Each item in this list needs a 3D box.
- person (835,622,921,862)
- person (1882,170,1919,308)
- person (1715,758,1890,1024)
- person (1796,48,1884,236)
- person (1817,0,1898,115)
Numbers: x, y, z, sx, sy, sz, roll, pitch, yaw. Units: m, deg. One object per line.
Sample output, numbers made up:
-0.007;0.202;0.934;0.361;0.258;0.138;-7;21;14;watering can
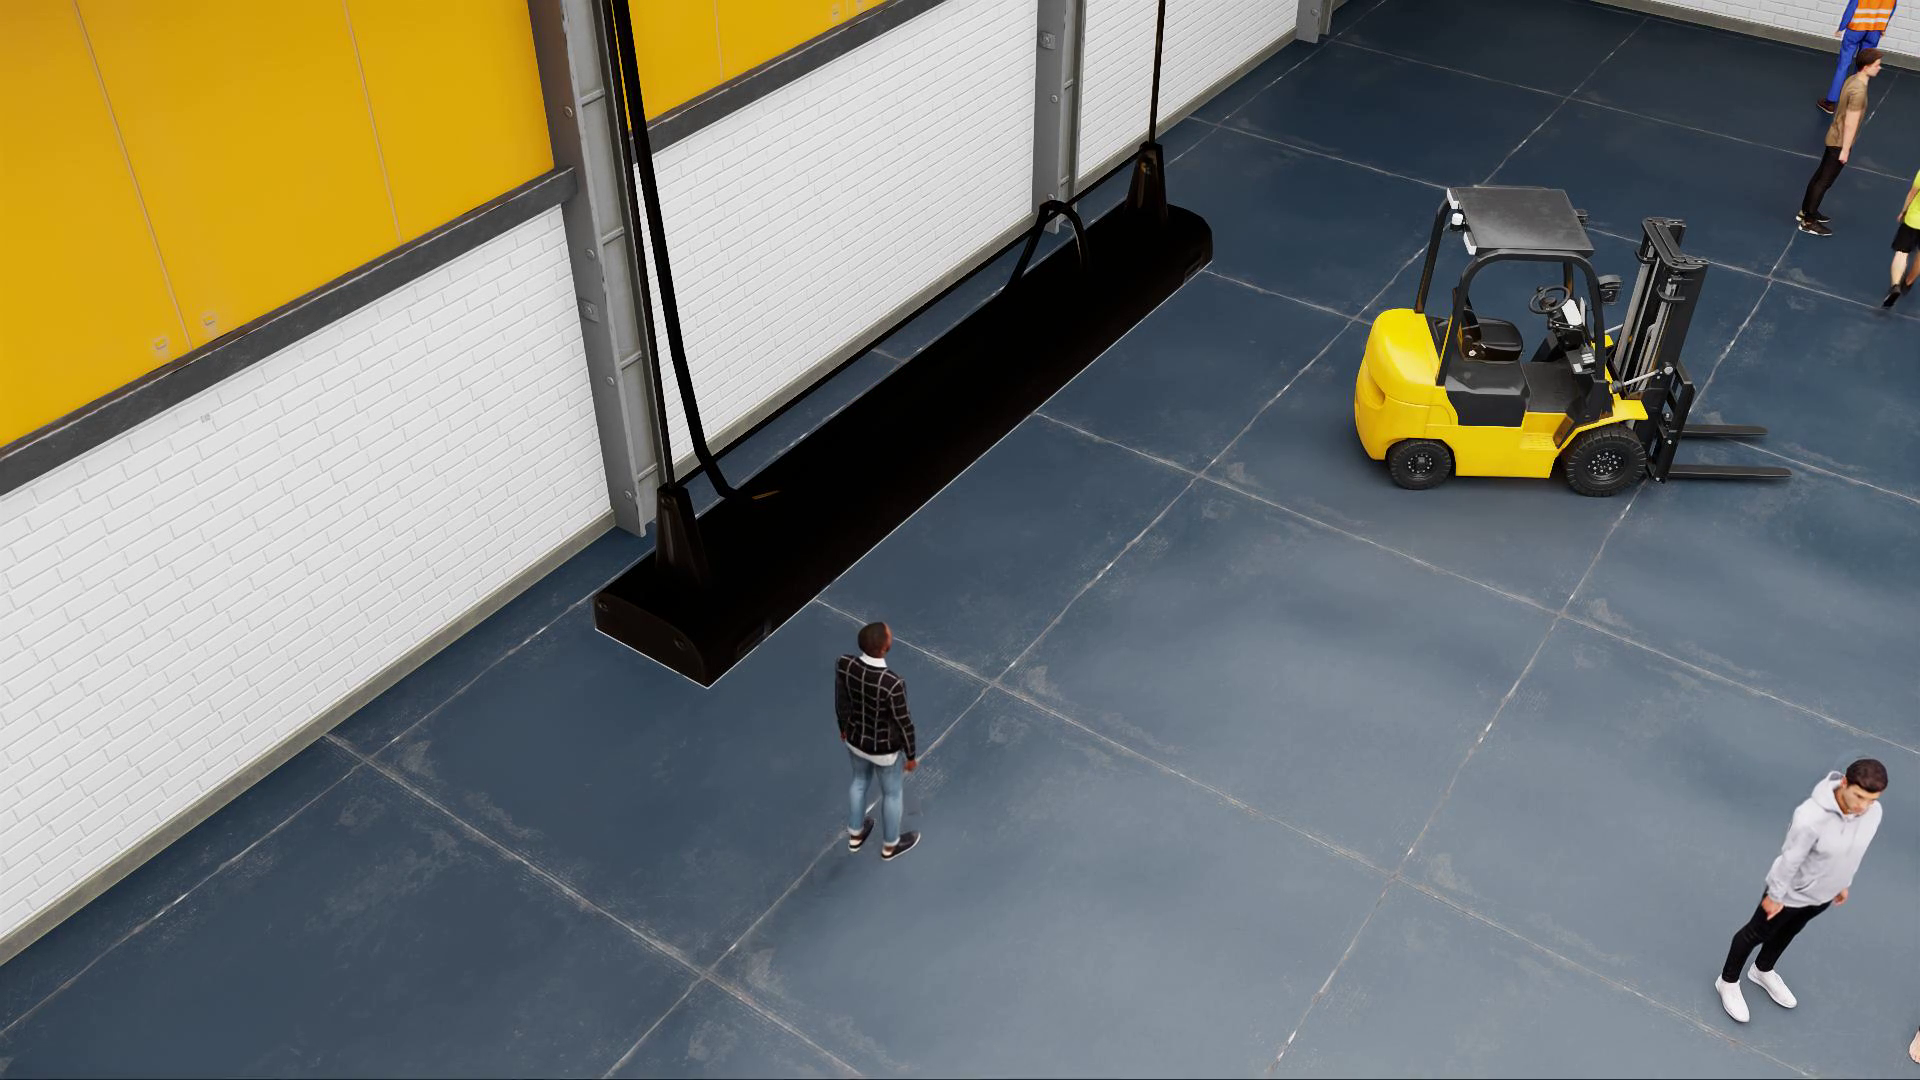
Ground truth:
-0.522;1.206;9.923;0.690;1.821;0.571;21;43;24;person
8.823;-2.905;15.179;0.738;1.686;1.021;17;42;20;person
4.575;1.852;9.029;0.740;1.926;0.826;-10;40;-13;person
8.641;-3.930;16.330;0.778;1.852;0.600;13;40;15;person
10.056;-5.675;18.504;0.782;1.864;0.789;3;39;3;person
